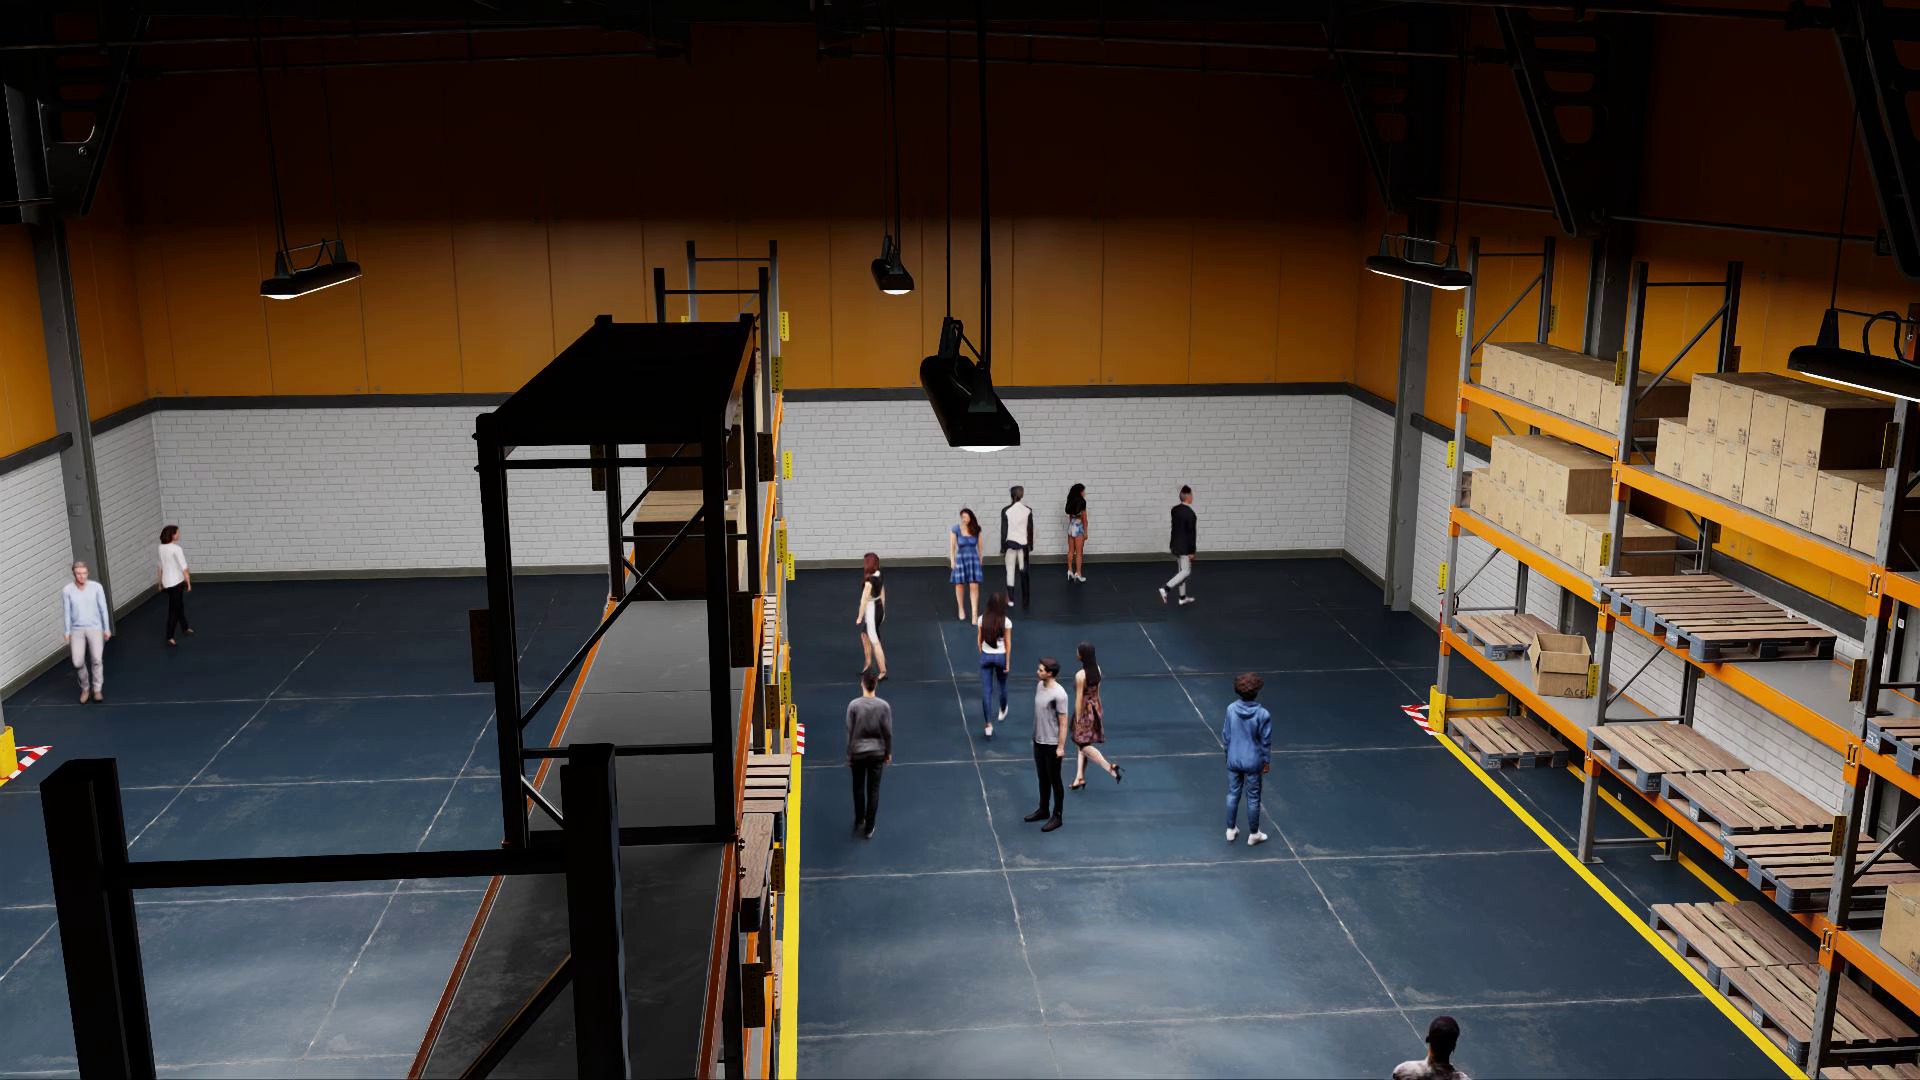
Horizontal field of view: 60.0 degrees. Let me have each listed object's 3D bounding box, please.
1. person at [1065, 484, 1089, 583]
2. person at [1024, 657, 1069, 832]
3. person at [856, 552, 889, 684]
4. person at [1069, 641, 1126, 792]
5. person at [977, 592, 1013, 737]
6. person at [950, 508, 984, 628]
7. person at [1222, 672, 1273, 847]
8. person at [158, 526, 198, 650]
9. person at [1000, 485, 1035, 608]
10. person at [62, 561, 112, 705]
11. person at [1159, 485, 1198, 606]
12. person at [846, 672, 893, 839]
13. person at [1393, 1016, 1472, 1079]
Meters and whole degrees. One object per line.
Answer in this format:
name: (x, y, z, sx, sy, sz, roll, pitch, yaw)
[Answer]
person: (1.917, -0.125, 27.310, 0.727, 1.618, 0.650, -9, 16, -32)
person: (0.952, 2.118, 17.525, 0.798, 1.864, 0.653, -8, 16, -30)
person: (-1.067, 1.055, 22.091, 0.787, 1.781, 0.759, 4, 14, 17)
person: (1.466, 1.990, 18.275, 1.046, 1.759, 0.997, 11, 17, 37)
person: (0.387, 1.535, 20.221, 0.778, 1.728, 1.182, 2, 14, 8)
person: (0.085, 0.395, 24.865, 0.631, 1.758, 1.075, -1, 14, -5)
person: (2.946, 2.239, 17.143, 0.753, 1.808, 0.780, 9, 16, 32)
person: (-11.237, 0.695, 23.608, 0.862, 1.766, 1.004, 5, 15, 20)
person: (0.879, 0.086, 25.862, 0.707, 1.890, 0.607, -3, 14, -10)
person: (-11.264, 1.163, 21.441, 0.803, 1.876, 0.807, -7, 15, -28)
person: (3.367, 0.106, 25.692, 1.056, 1.931, 1.098, -9, 16, -32)
person: (-0.955, 2.247, 17.242, 0.639, 1.747, 0.721, -1, 14, -2)
person: (2.924, 3.871, 10.429, 0.879, 1.796, 1.009, 4, 14, 18)
